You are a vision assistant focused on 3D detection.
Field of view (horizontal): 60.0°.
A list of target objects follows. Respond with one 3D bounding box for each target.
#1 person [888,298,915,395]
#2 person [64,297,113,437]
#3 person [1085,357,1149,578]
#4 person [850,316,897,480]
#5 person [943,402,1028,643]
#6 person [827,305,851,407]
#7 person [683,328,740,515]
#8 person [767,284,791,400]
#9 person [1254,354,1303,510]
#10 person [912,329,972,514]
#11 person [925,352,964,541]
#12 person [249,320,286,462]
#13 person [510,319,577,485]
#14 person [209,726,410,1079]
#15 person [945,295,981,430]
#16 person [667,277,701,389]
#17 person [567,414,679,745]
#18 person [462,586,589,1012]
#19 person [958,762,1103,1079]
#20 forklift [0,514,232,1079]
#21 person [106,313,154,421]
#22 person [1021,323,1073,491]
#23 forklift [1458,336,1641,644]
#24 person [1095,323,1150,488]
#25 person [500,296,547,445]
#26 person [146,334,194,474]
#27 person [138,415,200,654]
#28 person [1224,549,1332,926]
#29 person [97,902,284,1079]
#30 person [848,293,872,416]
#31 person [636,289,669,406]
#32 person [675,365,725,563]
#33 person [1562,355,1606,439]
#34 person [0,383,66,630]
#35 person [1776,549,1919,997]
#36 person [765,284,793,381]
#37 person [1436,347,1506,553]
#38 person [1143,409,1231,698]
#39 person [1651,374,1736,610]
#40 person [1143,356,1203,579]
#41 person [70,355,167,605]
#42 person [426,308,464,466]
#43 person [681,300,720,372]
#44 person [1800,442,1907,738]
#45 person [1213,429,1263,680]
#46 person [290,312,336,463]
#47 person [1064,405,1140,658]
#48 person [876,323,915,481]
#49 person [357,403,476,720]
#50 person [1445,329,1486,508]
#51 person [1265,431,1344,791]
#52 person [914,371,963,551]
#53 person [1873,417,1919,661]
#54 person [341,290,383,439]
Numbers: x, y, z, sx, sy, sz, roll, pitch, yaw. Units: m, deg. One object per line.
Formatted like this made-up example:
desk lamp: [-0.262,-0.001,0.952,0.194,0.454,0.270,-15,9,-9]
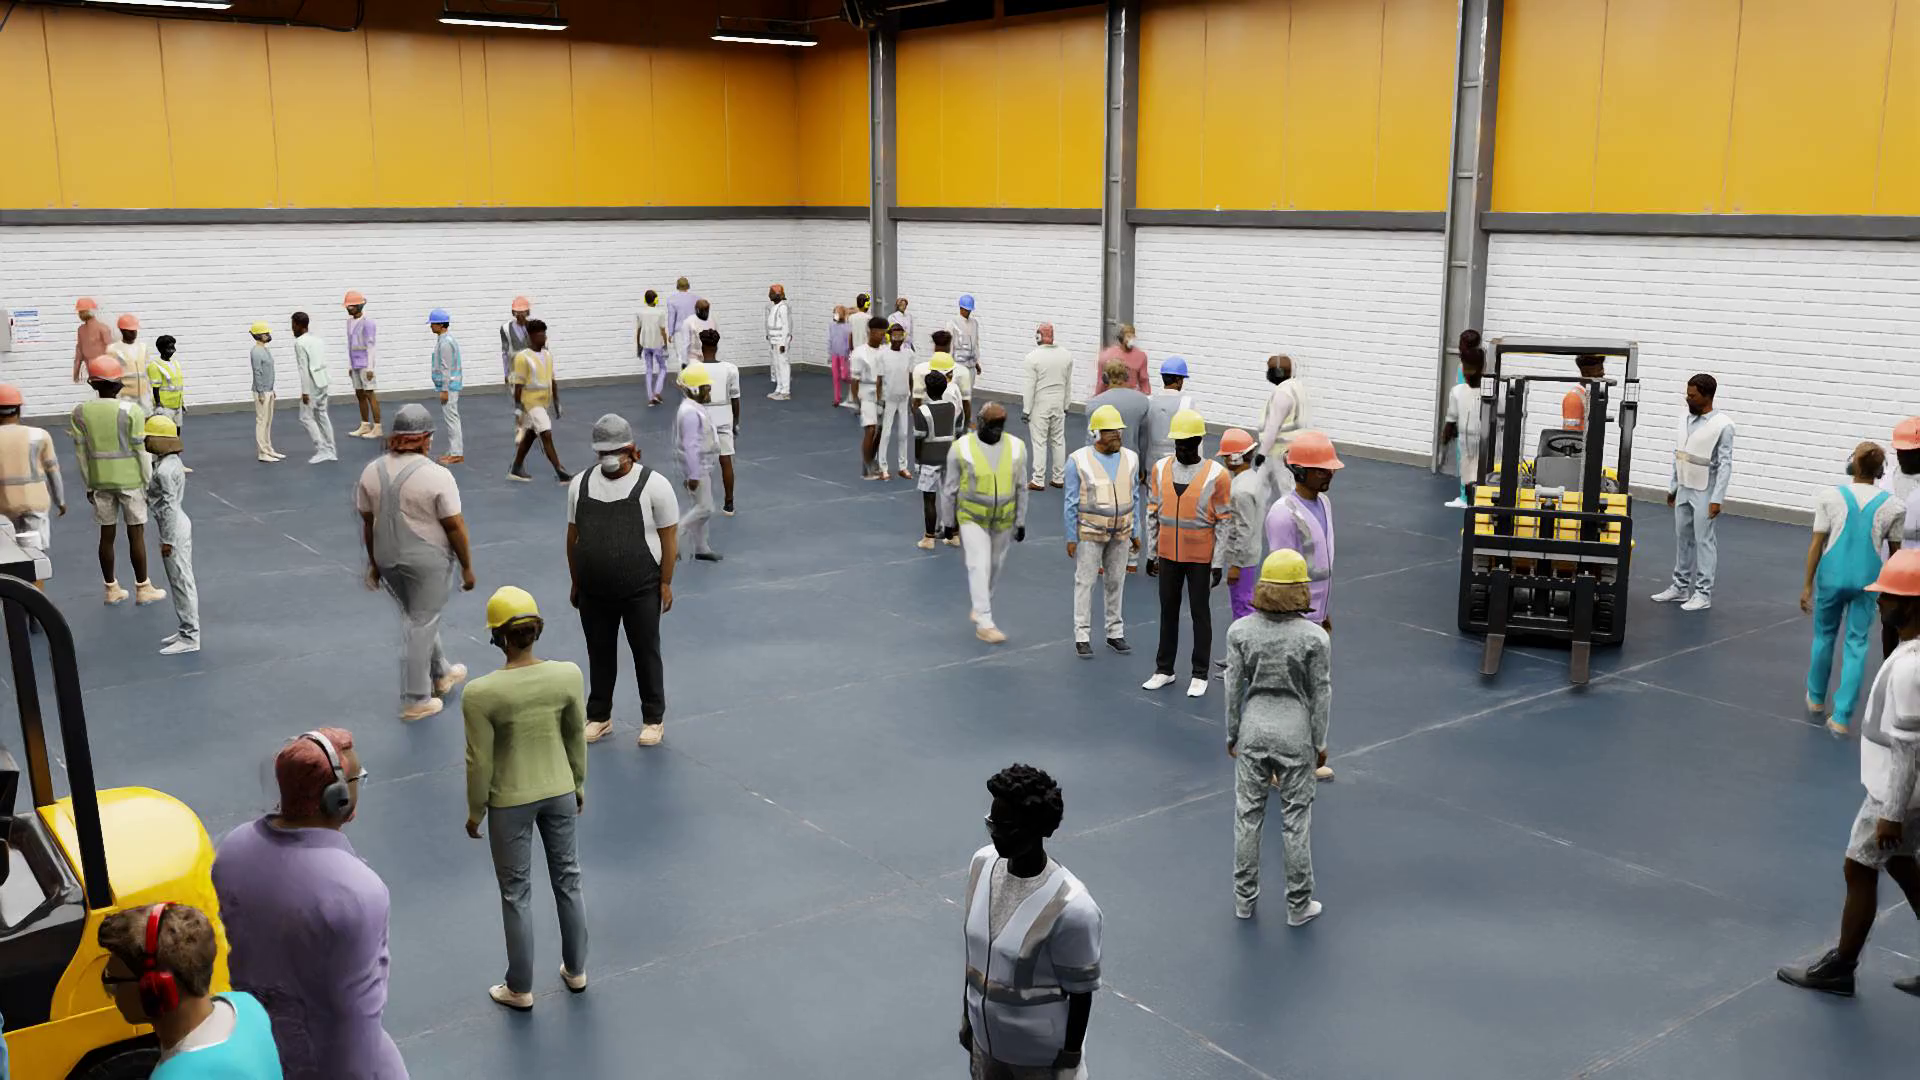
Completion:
person: [-0.983,-3.216,27.739,0.513,1.641,0.307,-9,15,-37]
person: [-11.887,-2.332,22.735,0.647,1.937,1.019,7,14,32]
person: [1.356,-0.620,14.495,0.627,1.933,0.371,-5,13,-22]
person: [-1.074,-1.692,19.726,0.644,1.924,0.680,-10,16,-41]
person: [0.178,-0.176,12.679,0.629,1.809,0.857,-4,12,-18]
person: [-1.858,-2.915,26.349,0.501,1.618,0.501,8,14,34]
person: [-2.575,-1.212,17.271,0.612,1.965,0.362,-6,13,-25]
person: [-2.967,-3.241,27.275,0.356,1.881,0.575,-4,12,-20]
person: [2.951,-0.875,16.036,0.865,1.811,0.629,3,12,13]
person: [-0.181,-1.220,17.365,0.635,1.943,0.458,-1,12,-5]
person: [-0.165,-0.906,16.117,0.404,1.830,0.603,0,12,-1]
person: [-8.744,-1.873,20.942,0.304,1.772,0.528,-2,12,-7]
person: [-4.859,-1.592,19.230,1.032,1.914,0.621,4,12,19]
person: [-1.853,1.444,4.765,0.635,1.854,1.044,5,13,24]
person: [0.055,-2.508,23.597,0.604,1.937,0.402,-10,15,-40]
person: [-4.751,-3.576,28.756,0.635,1.936,0.351,-6,13,-27]
person: [-2.071,0.244,10.055,0.690,2.000,0.538,2,12,10]
person: [-1.777,1.054,6.825,0.523,1.764,0.323,-9,15,-37]
person: [0.186,1.477,4.938,0.319,1.696,0.532,-10,16,-41]
forklift: [-3.687,1.115,5.480,2.313,2.155,1.214,-9,15,-36]
person: [-9.990,-1.776,20.112,0.426,1.915,0.556,7,14,31]
person: [0.964,-1.510,18.867,0.639,1.903,0.409,-8,14,-32]
forklift: [4.683,-0.471,13.136,1.214,2.155,2.313,4,12,20]
person: [1.879,-1.563,19.206,0.638,1.879,1.064,-7,13,-30]
person: [-5.904,-2.324,22.617,0.628,1.990,1.062,-1,12,-7]
person: [-9.406,-1.595,19.784,0.319,1.692,0.533,2,12,8]
person: [-5.779,-0.044,12.165,0.285,1.746,0.491,-4,12,-20]
person: [1.457,0.900,7.627,0.483,1.738,0.313,6,13,26]
person: [-1.755,1.676,3.709,0.944,1.796,0.592,-3,12,-12]
person: [-1.449,-2.789,25.138,0.508,1.864,0.329,8,14,35]
person: [-4.887,-3.052,26.434,0.579,1.849,0.410,2,12,9]
person: [-2.410,-0.666,14.970,0.528,1.822,0.590,-1,12,-7]
person: [5.620,-0.746,15.017,0.367,1.967,0.607,9,15,36]
person: [-7.306,-0.275,12.953,0.560,1.885,0.985,-5,13,-21]
person: [3.842,0.988,6.797,0.601,1.941,0.556,9,15,37]
person: [-3.259,-3.727,29.963,0.492,1.740,0.325,0,12,-1]
person: [4.778,-0.822,15.461,0.687,1.934,0.686,-8,14,-34]
person: [1.505,0.084,11.104,0.585,1.927,0.366,7,14,31]
person: [5.968,-0.392,13.441,0.391,1.914,0.587,-3,12,-15]
person: [1.838,-0.628,14.518,0.602,1.938,0.401,6,13,28]
person: [-6.842,-0.477,13.523,0.608,2.048,0.364,0,12,2]
person: [-6.380,-1.901,20.666,0.398,1.944,0.610,-3,12,-16]
person: [-3.900,-2.711,24.978,0.693,1.796,0.634,11,16,43]
person: [5.577,0.281,10.432,0.534,1.812,0.827,5,13,24]
person: [1.909,0.098,11.480,0.337,1.743,0.560,3,12,12]
person: [-8.096,-1.915,20.868,0.500,1.887,0.607,0,12,0]
person: [1.042,-0.063,12.031,0.600,1.836,0.404,-4,13,-21]
person: [-0.749,-1.619,19.514,0.512,1.861,0.355,-6,13,-27]
person: [-3.407,0.091,10.795,0.704,2.000,0.900,5,13,24]
person: [5.478,-1.295,17.827,0.390,1.909,0.585,9,15,38]
person: [1.927,0.401,9.291,0.375,2.043,0.611,8,14,33]
person: [-0.205,-0.741,15.668,0.533,1.694,0.320,-7,13,-29]
person: [6.102,0.154,10.773,0.440,1.918,0.563,-7,14,-32]
person: [-8.242,-2.402,22.851,0.611,2.035,0.397,10,15,39]
